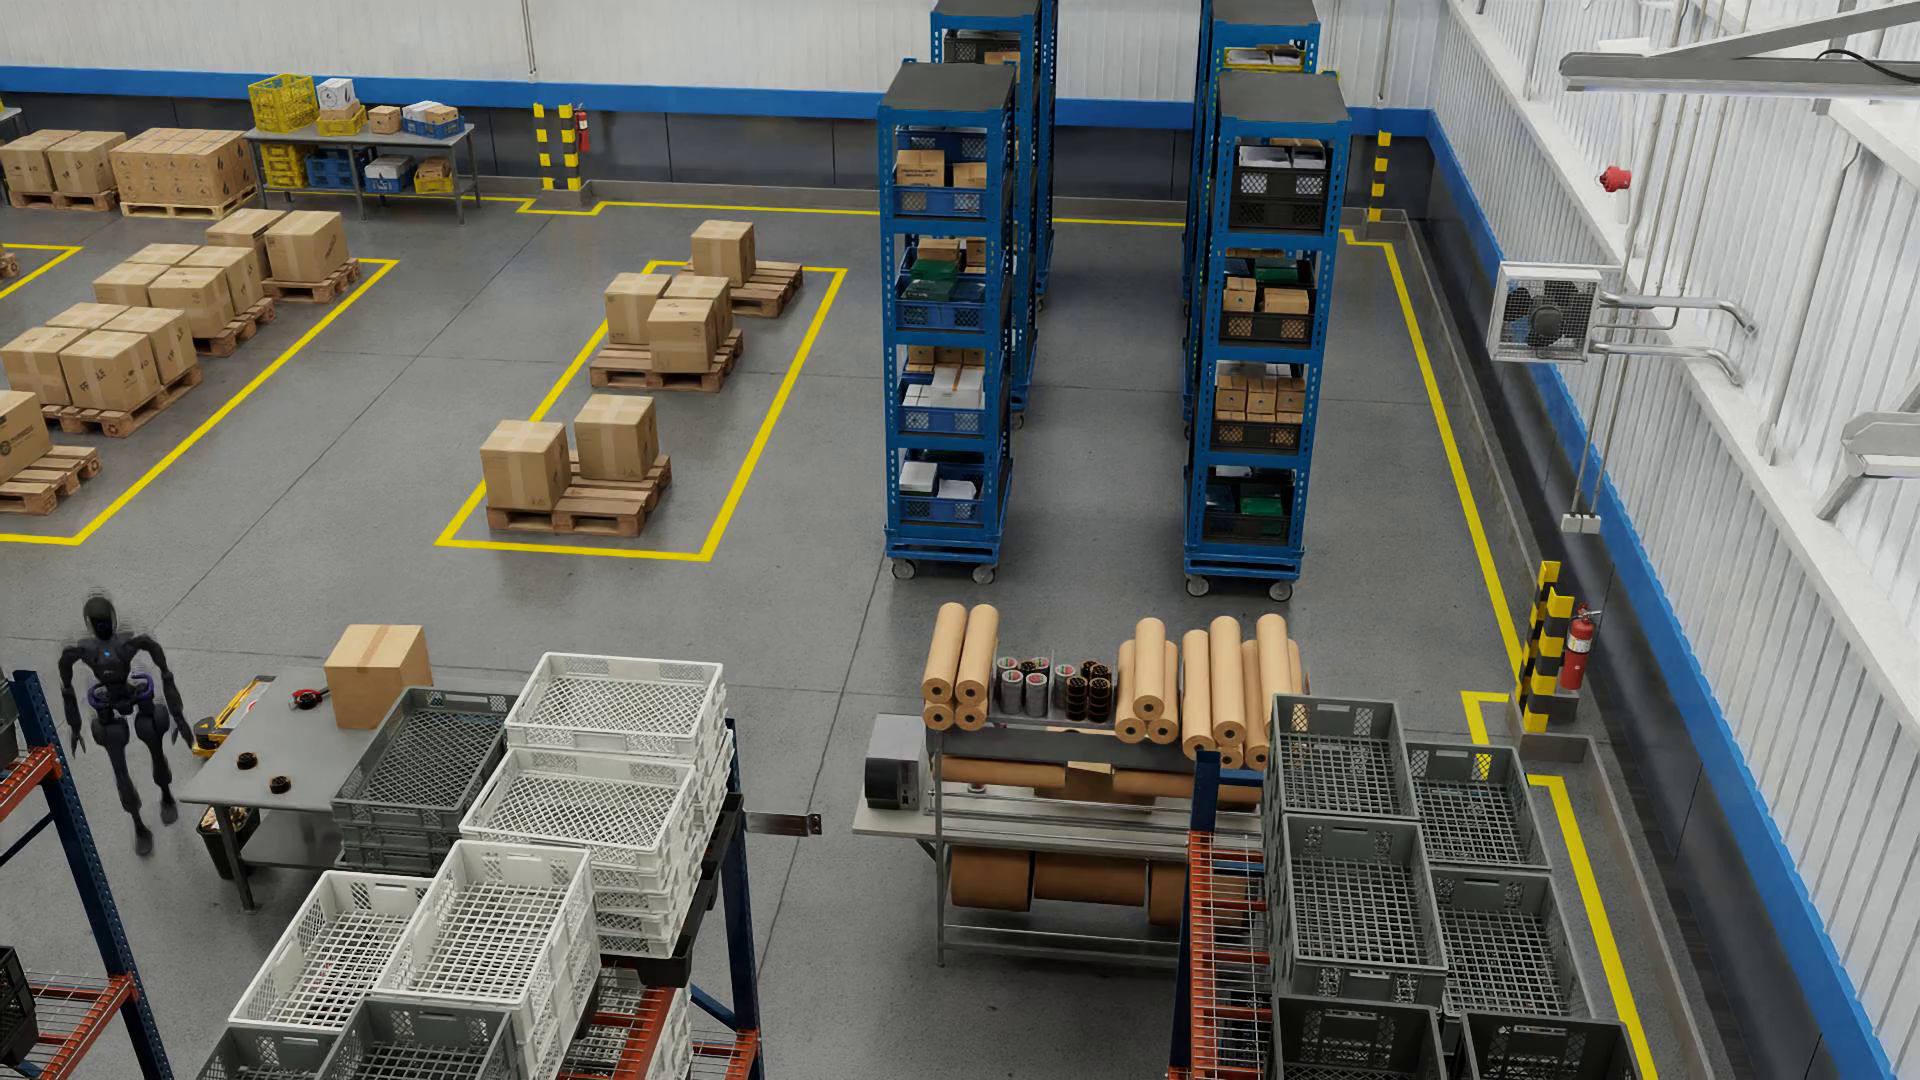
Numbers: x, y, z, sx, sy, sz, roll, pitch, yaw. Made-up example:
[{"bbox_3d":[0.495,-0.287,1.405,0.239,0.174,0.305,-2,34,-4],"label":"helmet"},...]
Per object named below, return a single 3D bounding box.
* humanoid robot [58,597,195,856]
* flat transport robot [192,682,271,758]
[{"bbox_3d":[-4.764,1.032,9.509,0.639,1.644,0.645,-13,33,-21],"label":"humanoid robot"},{"bbox_3d":[-4.089,1.163,10.648,1.431,0.197,0.652,3,30,6],"label":"flat transport robot"}]
